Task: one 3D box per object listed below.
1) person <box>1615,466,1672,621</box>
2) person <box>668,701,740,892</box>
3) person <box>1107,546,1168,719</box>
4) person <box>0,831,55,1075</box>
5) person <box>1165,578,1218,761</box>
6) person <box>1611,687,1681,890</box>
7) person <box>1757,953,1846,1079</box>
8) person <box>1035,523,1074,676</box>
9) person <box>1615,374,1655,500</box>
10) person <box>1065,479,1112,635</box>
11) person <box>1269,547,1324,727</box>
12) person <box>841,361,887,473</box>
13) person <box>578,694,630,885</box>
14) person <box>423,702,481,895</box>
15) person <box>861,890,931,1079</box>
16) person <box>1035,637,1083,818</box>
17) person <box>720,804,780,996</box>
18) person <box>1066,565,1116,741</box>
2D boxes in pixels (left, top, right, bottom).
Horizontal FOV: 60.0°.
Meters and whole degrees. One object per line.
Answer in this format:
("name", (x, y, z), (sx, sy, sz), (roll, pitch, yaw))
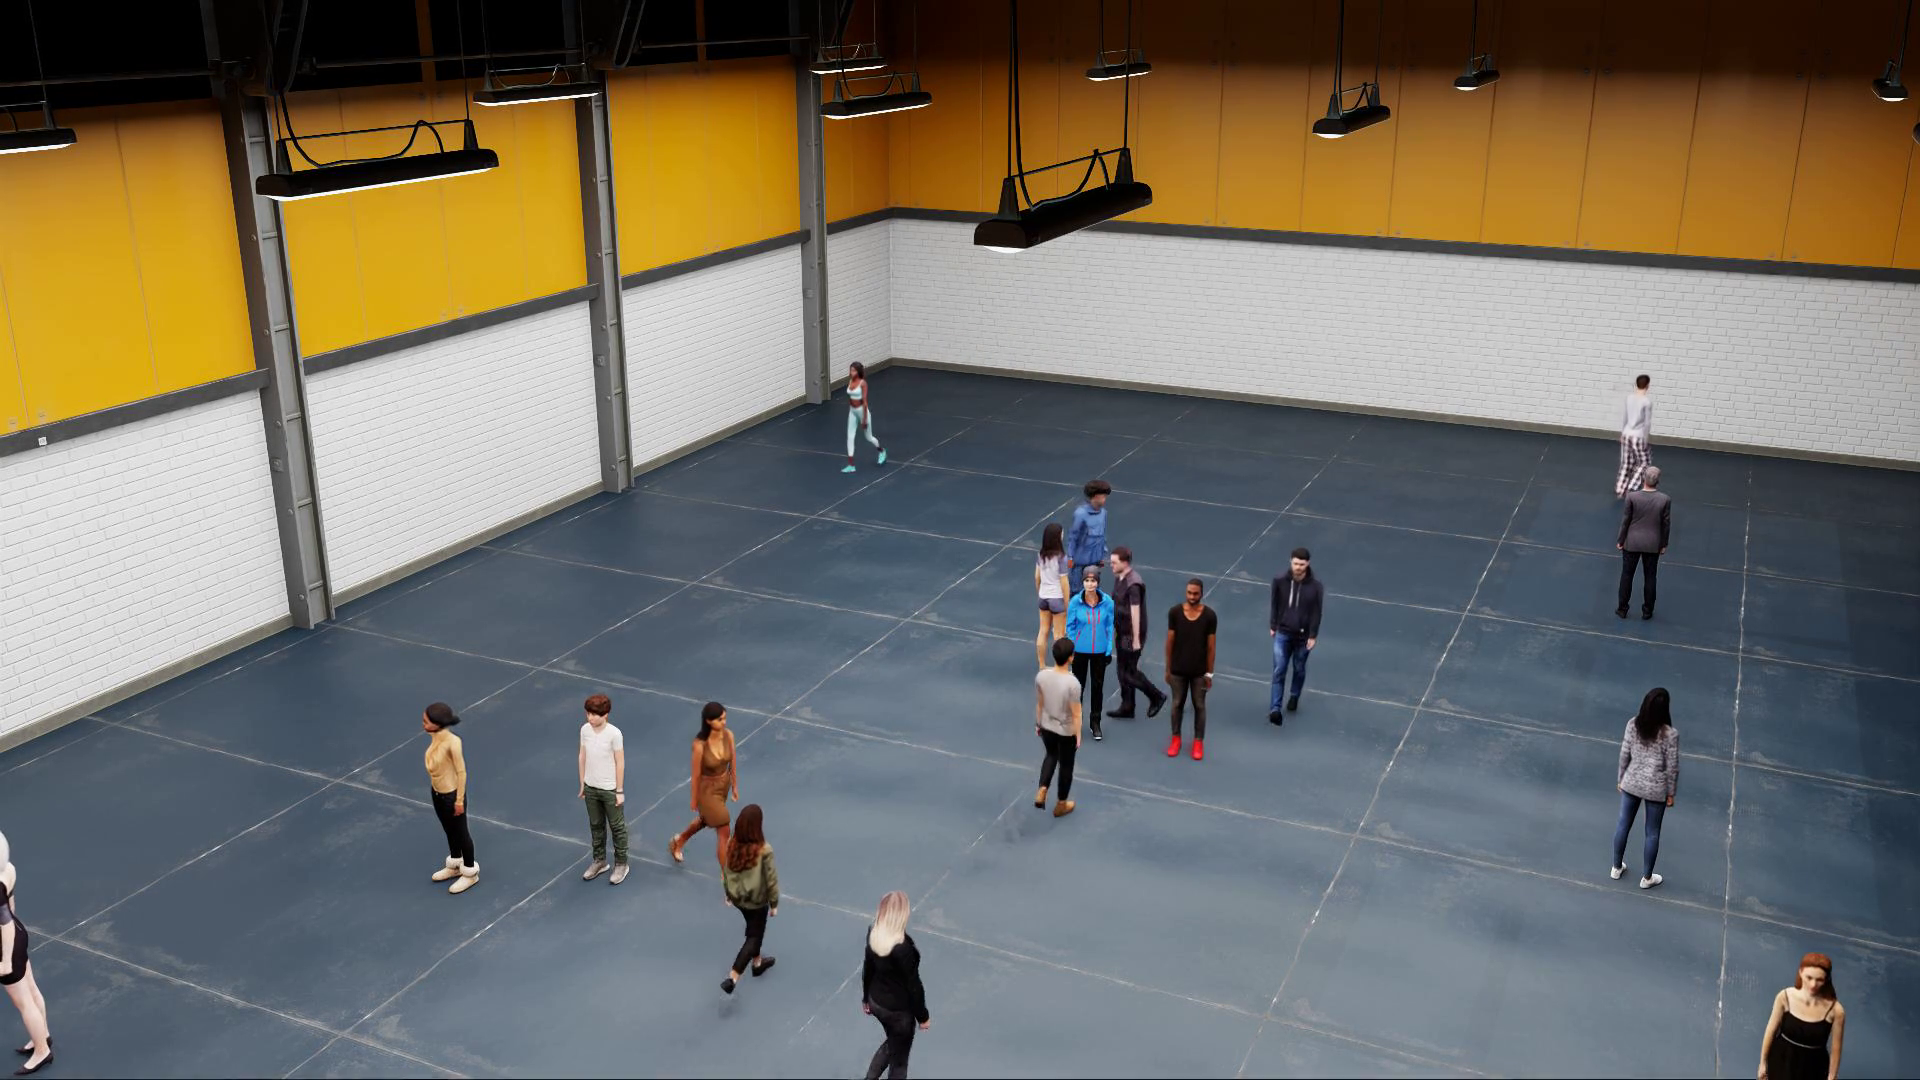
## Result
("person", (8.002, 0.023, 19.505), (0.766, 1.839, 0.644), (5, 19, 14))
("person", (-2.102, 2.087, 13.683), (0.709, 1.643, 1.067), (12, 22, 32))
("person", (1.800, 0.945, 16.787), (1.044, 1.826, 0.978), (-4, 19, -13))
("person", (-6.469, 2.779, 11.335), (0.707, 1.830, 0.659), (-8, 20, -22))
("person", (2.215, 1.214, 16.020), (0.657, 1.805, 0.584), (6, 19, 16))
("person", (5.656, 2.023, 13.733), (0.678, 1.731, 0.627), (16, 25, 40))
("person", (5.206, 3.240, 10.309), (0.615, 1.612, 0.738), (11, 21, 29))
("person", (0.994, 0.645, 17.824), (0.630, 1.733, 0.649), (-18, 25, -42))
("person", (9.656, -1.457, 23.904), (0.872, 1.837, 0.818), (-11, 21, -29))
("person", (1.382, 0.184, 19.110), (0.744, 1.786, 0.950), (-8, 20, -22))
("person", (3.412, 0.925, 16.831), (0.774, 1.836, 1.190), (6, 20, 18))
("person", (-1.469, -1.885, 25.396), (0.791, 1.694, 1.168), (15, 24, 37))
("person", (-2.954, 2.042, 13.800), (0.575, 1.654, 0.529), (6, 20, 18))
("person", (-4.194, 2.083, 13.672), (0.654, 1.658, 0.671), (-17, 25, -42))
("person", (-0.521, 3.067, 10.731), (0.834, 1.670, 0.784), (-12, 22, -31))
("person", (0.834, 1.697, 14.743), (0.670, 1.706, 0.754), (12, 22, 32))
("person", (-1.587, 2.676, 12.236), (0.677, 1.449, 0.942), (9, 21, 26))
("person", (1.277, 1.102, 16.367), (0.686, 1.797, 0.654), (1, 19, 3))
